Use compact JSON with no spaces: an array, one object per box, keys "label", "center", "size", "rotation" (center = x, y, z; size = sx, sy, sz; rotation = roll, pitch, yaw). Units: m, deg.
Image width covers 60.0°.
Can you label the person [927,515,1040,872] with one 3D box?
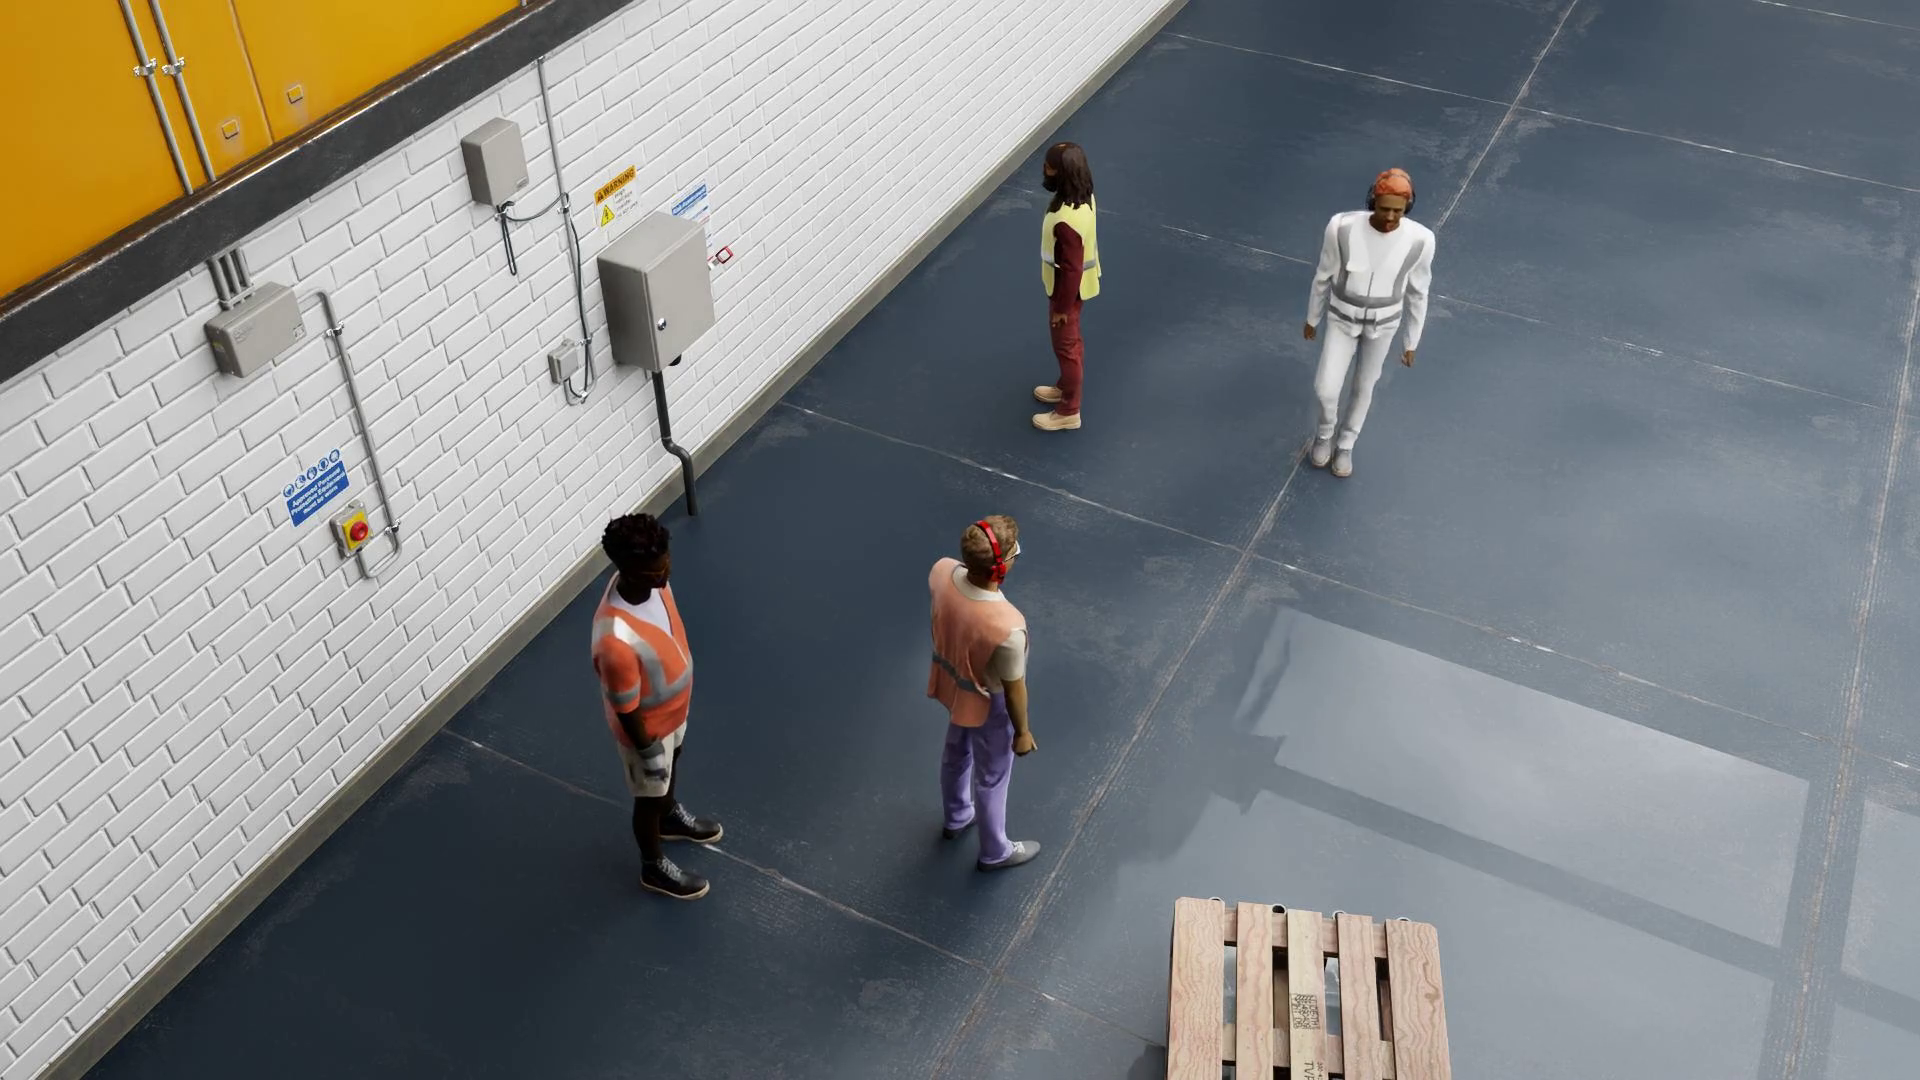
[{"label":"person","center":[0.083,0.654,6.871],"size":[0.382,1.847,0.563],"rotation":[-25,47,-26]}]

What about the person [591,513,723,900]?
[{"label":"person","center":[-1.248,0.672,6.767],"size":[0.364,1.962,0.605],"rotation":[5,41,6]}]

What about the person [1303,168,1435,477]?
[{"label":"person","center":[2.160,-1.126,8.916],"size":[0.618,1.869,0.440],"rotation":[8,41,9]}]

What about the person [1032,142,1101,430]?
[{"label":"person","center":[0.607,-1.408,9.322],"size":[0.358,1.767,0.477],"rotation":[4,41,4]}]
